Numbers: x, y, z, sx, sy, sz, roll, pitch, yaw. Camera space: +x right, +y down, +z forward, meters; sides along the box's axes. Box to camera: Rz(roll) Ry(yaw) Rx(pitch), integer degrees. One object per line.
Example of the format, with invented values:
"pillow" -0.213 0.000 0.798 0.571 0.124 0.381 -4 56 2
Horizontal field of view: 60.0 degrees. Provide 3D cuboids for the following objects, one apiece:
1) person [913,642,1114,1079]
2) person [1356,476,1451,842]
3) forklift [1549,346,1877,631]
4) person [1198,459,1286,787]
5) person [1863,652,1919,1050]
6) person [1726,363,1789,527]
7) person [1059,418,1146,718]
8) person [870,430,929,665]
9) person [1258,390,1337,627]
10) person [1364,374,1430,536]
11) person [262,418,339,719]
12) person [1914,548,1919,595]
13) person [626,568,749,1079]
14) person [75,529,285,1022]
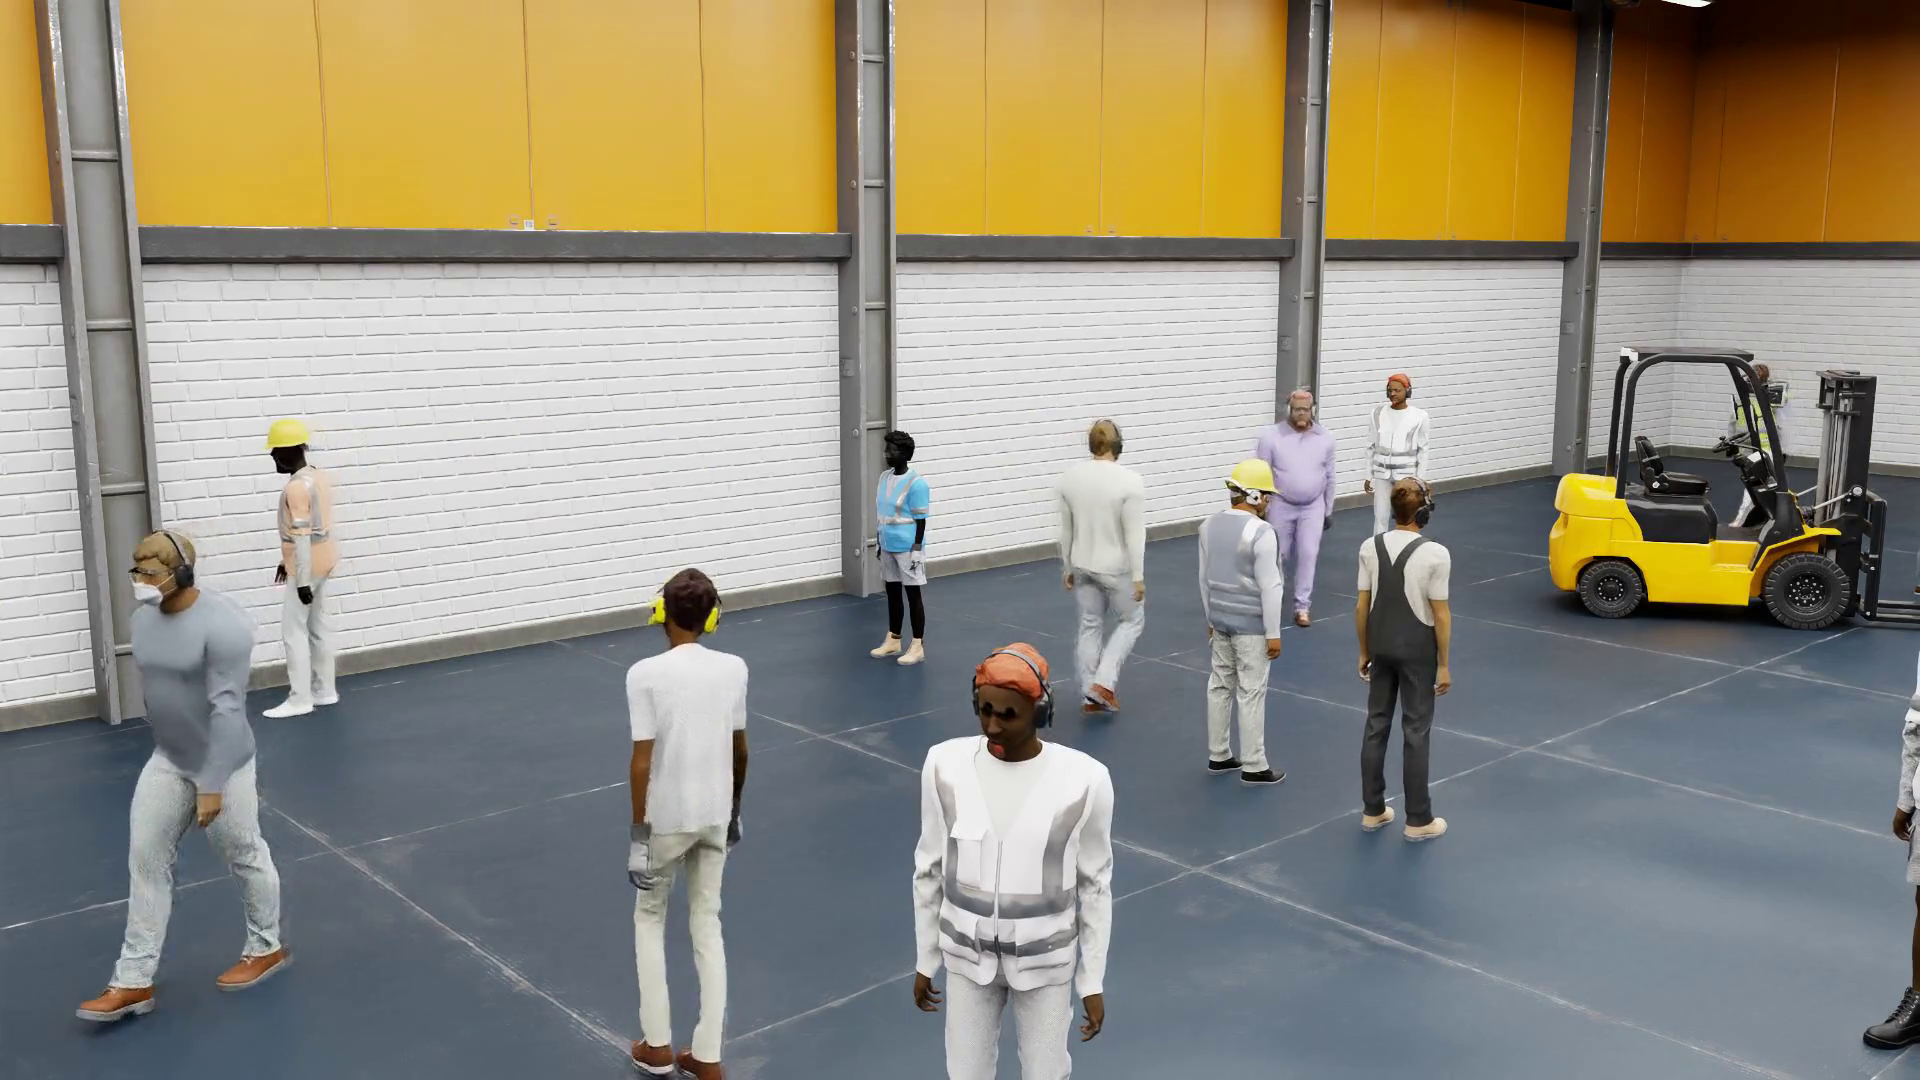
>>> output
"person" 0.140 1.208 4.721 0.573 1.887 0.354 3 10 15
"person" 2.244 0.596 8.419 0.505 1.847 0.349 10 14 44
"forklift" 6.109 -0.478 13.691 2.313 2.155 1.214 3 10 16
"person" 1.594 0.458 9.297 0.403 1.823 0.586 -6 11 -32
"person" 3.617 0.967 5.971 0.351 1.942 0.545 -5 11 -25
"person" 8.701 -1.025 18.070 0.870 1.806 0.645 -5 11 -27
"person" 0.921 0.188 10.573 0.650 1.924 0.429 8 13 39
"person" -0.433 0.050 12.052 0.318 1.697 0.535 -8 13 -40
"person" 2.709 -0.284 13.455 0.656 1.884 0.761 1 10 4
"person" 3.960 -0.571 15.150 0.574 1.882 0.356 6 11 32
"person" -4.251 0.173 10.695 0.449 1.914 0.607 -1 10 -7
"person" 8.421 -0.296 14.262 0.284 1.634 0.498 4 11 23
"person" -0.961 1.027 5.955 0.555 1.820 0.540 -7 12 -35
"person" -3.042 0.915 6.415 0.637 1.897 0.941 5 11 25
